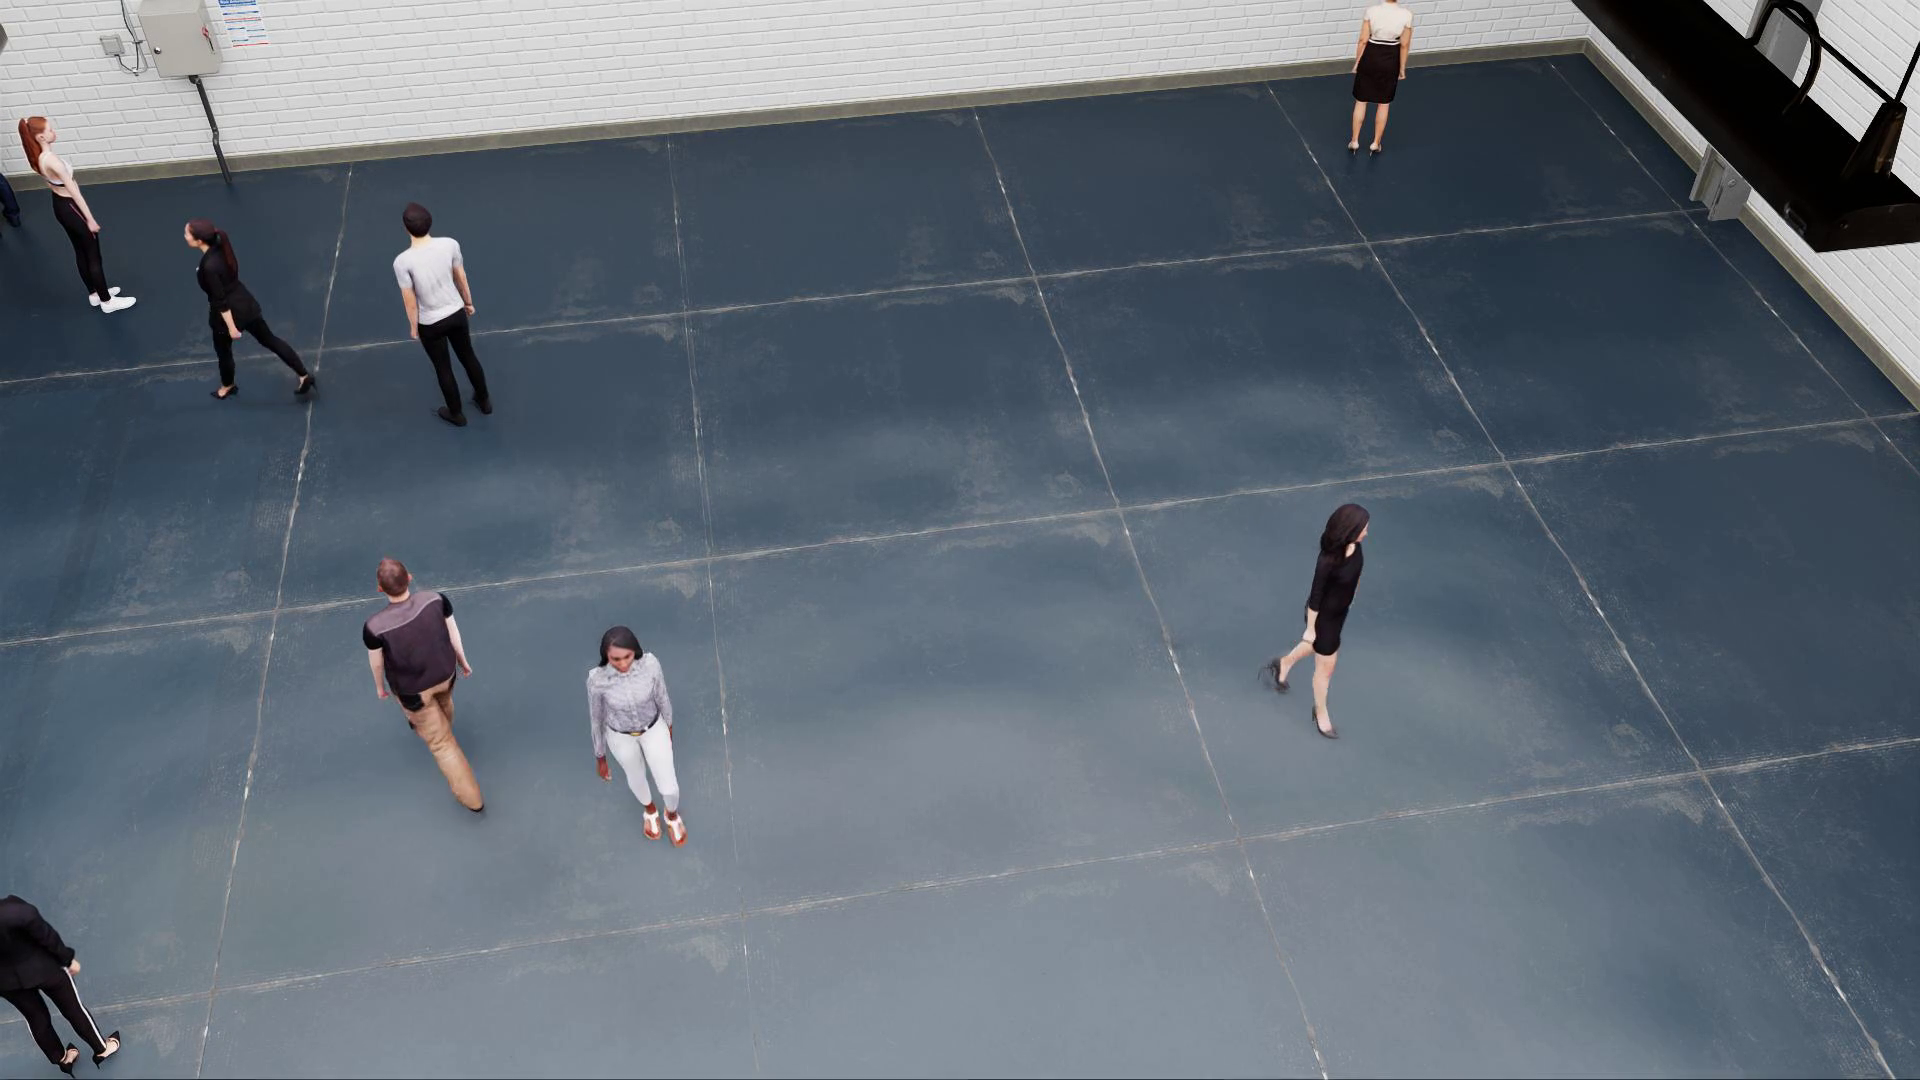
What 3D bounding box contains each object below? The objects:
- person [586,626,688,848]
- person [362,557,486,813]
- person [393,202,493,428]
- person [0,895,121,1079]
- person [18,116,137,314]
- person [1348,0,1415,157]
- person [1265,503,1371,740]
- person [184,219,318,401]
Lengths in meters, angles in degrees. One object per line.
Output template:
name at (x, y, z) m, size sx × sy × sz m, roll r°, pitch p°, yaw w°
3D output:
person at (-1.876, 1.073, 9.567) m, size 0.628 × 1.713 × 0.602 m, roll -9°, pitch 44°, yaw -10°
person at (-3.097, 0.868, 9.723) m, size 1.090 × 1.794 × 1.293 m, roll -30°, pitch 51°, yaw -28°
person at (-3.844, -1.656, 12.324) m, size 0.743 × 1.863 × 0.733 m, roll -31°, pitch 52°, yaw -28°
person at (-4.701, 2.193, 8.396) m, size 0.621 × 1.707 × 0.570 m, roll -10°, pitch 45°, yaw -11°
person at (-7.171, -2.631, 13.434) m, size 0.643 × 1.742 × 0.725 m, roll 31°, pitch 52°, yaw 29°
person at (3.833, -4.330, 15.209) m, size 0.711 × 1.755 × 0.680 m, roll 10°, pitch 45°, yaw 11°
person at (2.203, 0.425, 10.190) m, size 0.978 × 1.793 × 0.896 m, roll 29°, pitch 51°, yaw 27°
person at (-5.368, -1.696, 12.541) m, size 0.854 × 1.620 × 1.085 m, roll 3°, pitch 44°, yaw 3°
